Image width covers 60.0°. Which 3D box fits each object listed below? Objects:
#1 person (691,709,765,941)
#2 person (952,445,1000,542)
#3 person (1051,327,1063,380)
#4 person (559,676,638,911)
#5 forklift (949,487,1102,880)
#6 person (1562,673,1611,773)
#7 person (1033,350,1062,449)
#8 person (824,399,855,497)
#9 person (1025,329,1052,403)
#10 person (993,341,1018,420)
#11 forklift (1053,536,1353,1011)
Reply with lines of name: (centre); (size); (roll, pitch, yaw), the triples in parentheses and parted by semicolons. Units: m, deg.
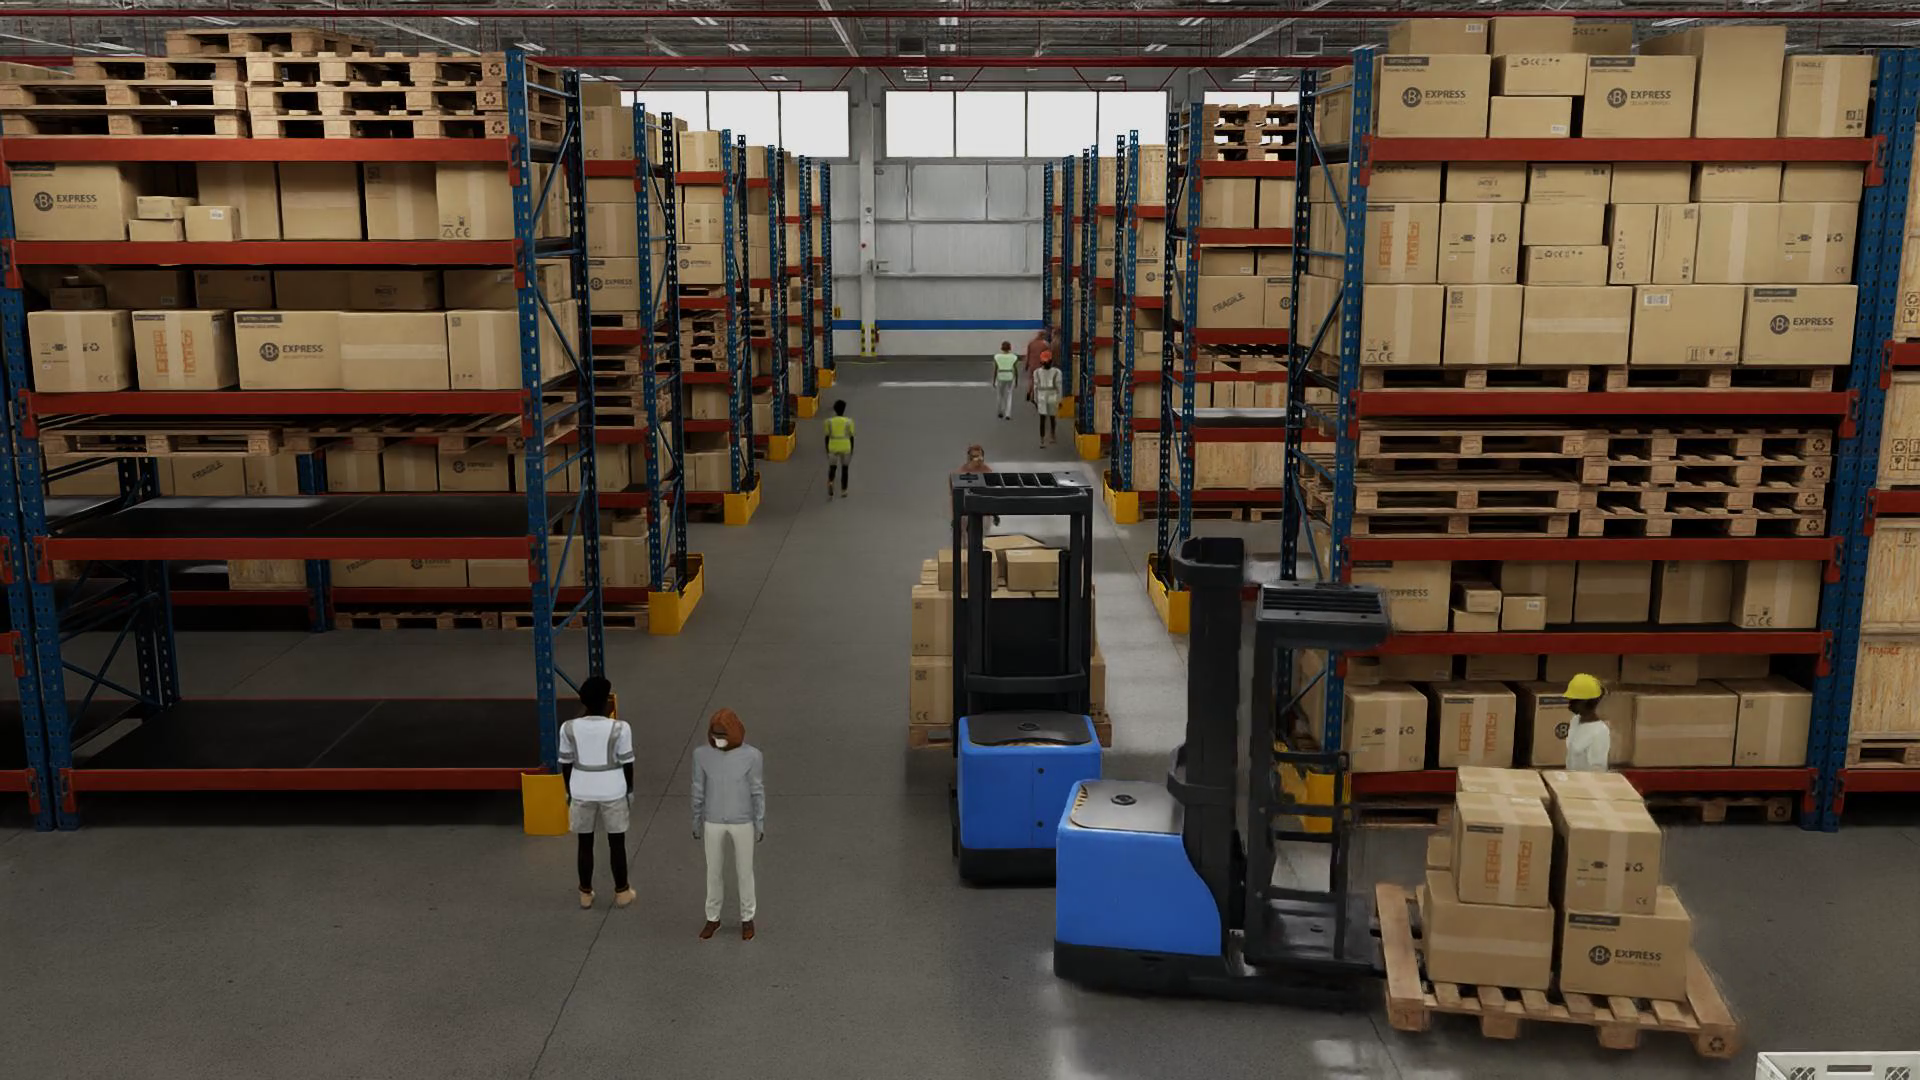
person: (-1.570, 1.923, 11.270); (0.505, 1.632, 0.288); (1, 11, 4)
person: (0.188, -0.344, 21.905); (0.646, 1.879, 0.883); (-6, 13, -27)
person: (2.402, -4.525, 42.674); (1.002, 1.850, 0.655); (8, 14, 33)
person: (-2.561, 1.791, 11.808); (0.563, 1.691, 0.431); (1, 11, 3)
forklift: (0.495, 0.986, 12.813); (1.129, 2.768, 1.873); (0, 11, -2)
person: (4.471, 1.781, 11.739); (0.859, 1.731, 0.529); (-1, 11, -7)
person: (1.821, -2.934, 34.418); (0.611, 2.011, 0.965); (2, 12, 10)
person: (-2.051, -1.557, 28.392); (0.535, 1.687, 0.393); (1, 11, 4)
person: (2.009, -4.402, 42.030); (0.686, 1.868, 0.441); (5, 12, 24)
person: (1.062, -3.732, 38.875); (0.596, 1.804, 0.890); (0, 11, -2)
forklift: (1.597, 1.417, 10.678); (1.873, 2.768, 1.129); (2, 12, 10)
